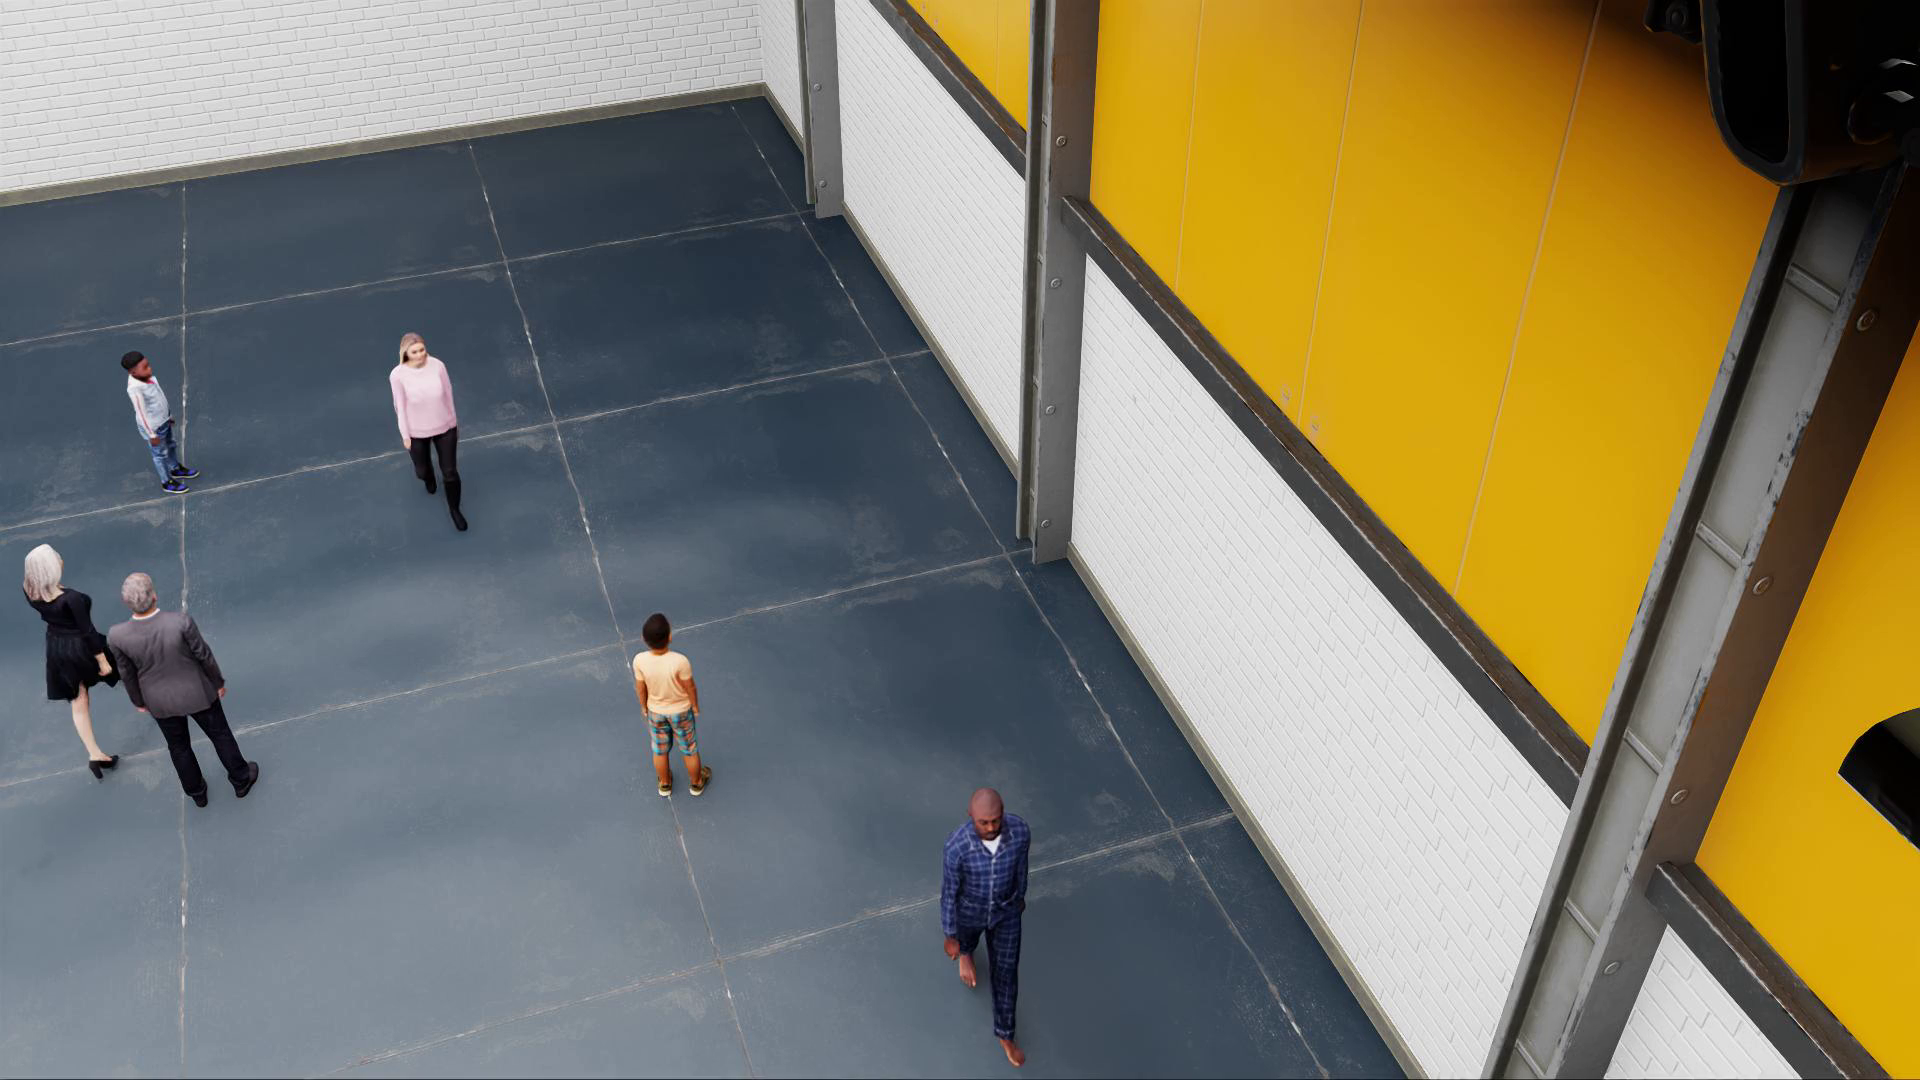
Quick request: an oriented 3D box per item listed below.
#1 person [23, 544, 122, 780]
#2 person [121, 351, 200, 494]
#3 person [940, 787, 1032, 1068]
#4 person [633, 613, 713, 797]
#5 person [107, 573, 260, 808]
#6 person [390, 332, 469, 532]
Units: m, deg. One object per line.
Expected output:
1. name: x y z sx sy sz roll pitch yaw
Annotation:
1. person: -5.683 0.803 10.669 1.003 1.708 1.182 9 39 11
2. person: -6.411 -0.962 13.239 0.594 1.259 0.505 0 39 0
3. person: 0.106 1.961 9.173 0.745 1.765 1.180 -9 40 -12
4. person: -1.842 1.061 10.543 0.581 1.462 0.587 0 39 0
5. person: -4.880 0.938 10.392 0.725 1.842 0.612 -10 40 -12
6. person: -4.102 -0.879 12.801 0.680 1.675 0.945 -19 42 -22
